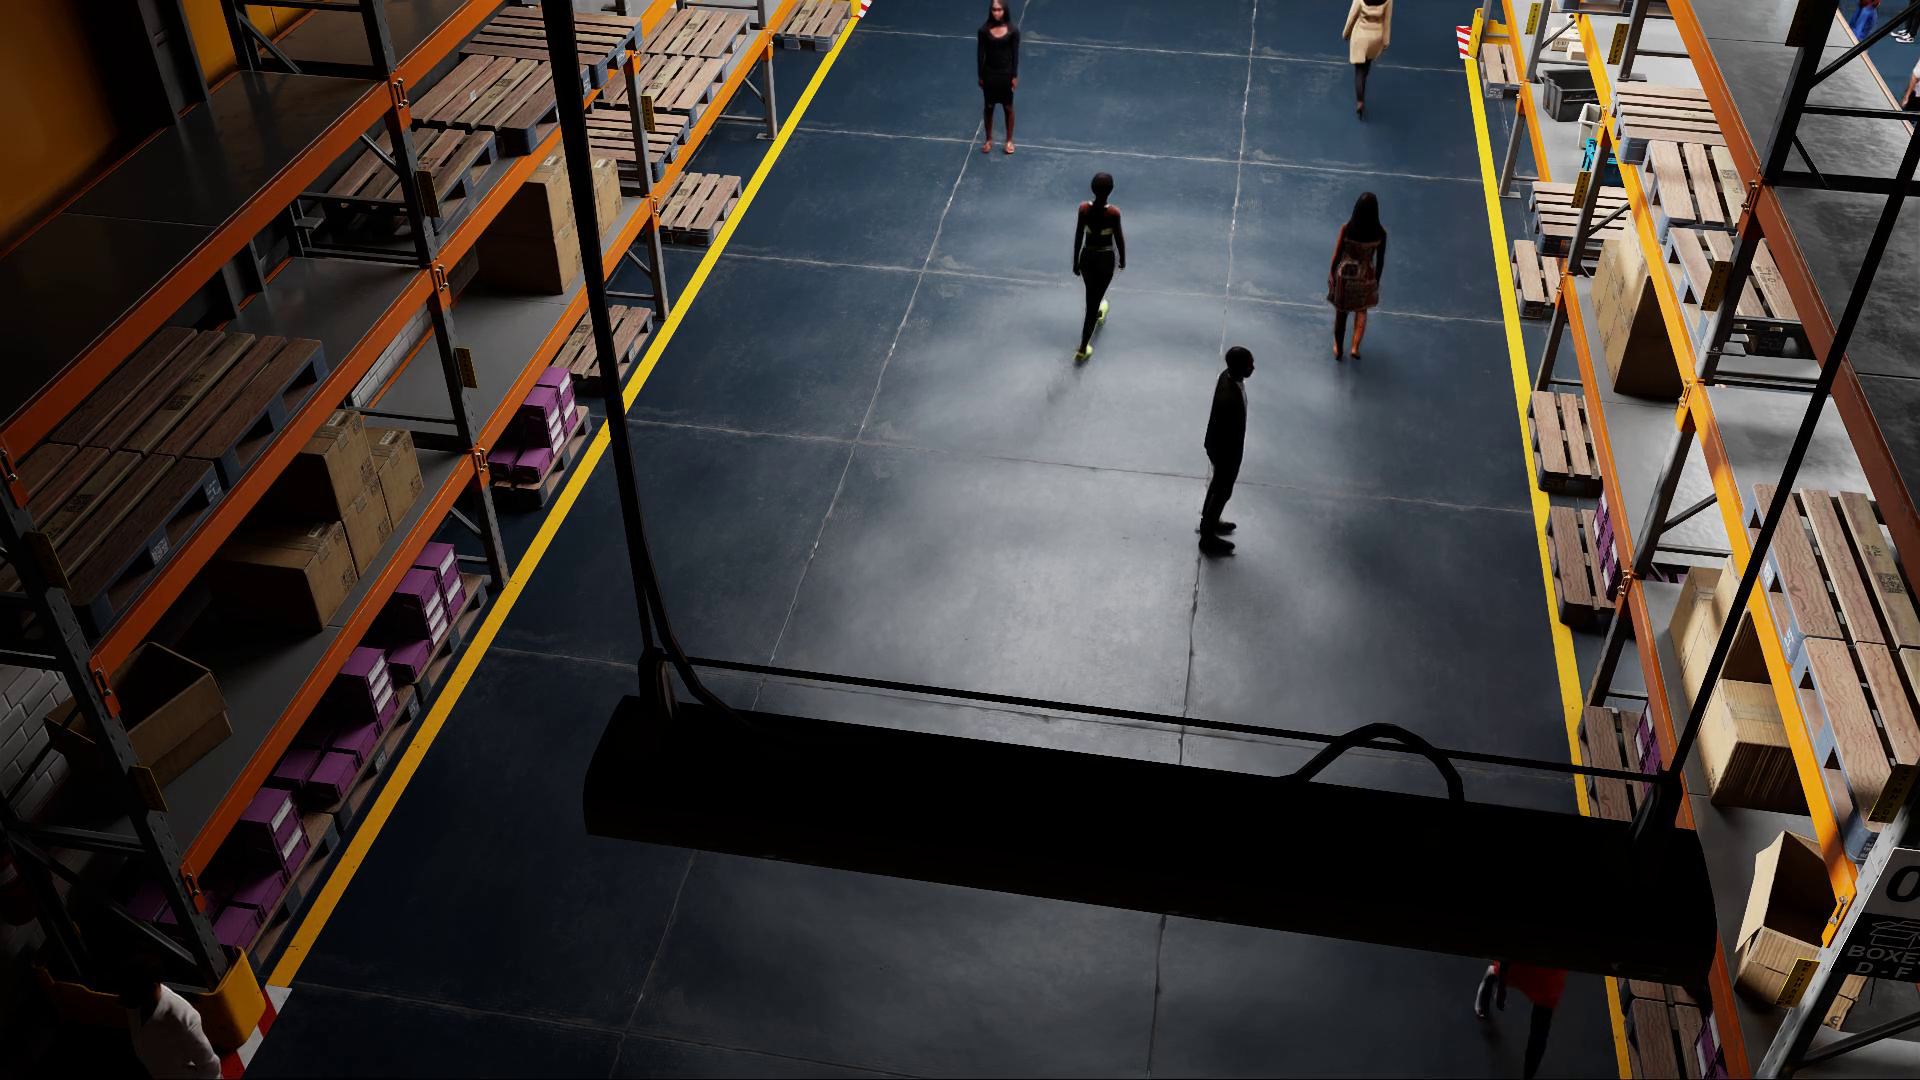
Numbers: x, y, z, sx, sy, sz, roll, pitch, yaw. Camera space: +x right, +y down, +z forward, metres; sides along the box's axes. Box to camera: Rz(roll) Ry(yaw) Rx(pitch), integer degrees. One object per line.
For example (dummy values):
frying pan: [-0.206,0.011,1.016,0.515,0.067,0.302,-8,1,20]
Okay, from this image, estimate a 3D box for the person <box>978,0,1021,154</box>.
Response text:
person: [0.415,-5.088,18.192,0.613,1.723,0.515,3,39,4]

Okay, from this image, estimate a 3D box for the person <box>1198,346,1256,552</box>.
person: [2.008,-0.699,12.636,0.724,1.798,0.498,4,39,5]

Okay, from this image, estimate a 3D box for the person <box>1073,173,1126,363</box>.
person: [1.191,-2.387,14.825,0.760,1.704,1.184,15,41,18]

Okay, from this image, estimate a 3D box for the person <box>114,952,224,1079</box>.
person: [-3.865,2.690,8.335,0.715,1.871,0.653,19,42,22]

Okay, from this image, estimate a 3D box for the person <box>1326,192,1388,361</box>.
person: [3.494,-2.272,14.736,0.647,1.636,0.759,5,39,6]

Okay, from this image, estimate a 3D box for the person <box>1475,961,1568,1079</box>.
person: [3.069,2.220,8.999,0.653,1.775,1.166,4,39,4]

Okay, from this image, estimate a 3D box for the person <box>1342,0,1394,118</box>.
person: [4.636,-5.636,18.948,0.747,1.636,1.087,2,39,3]
